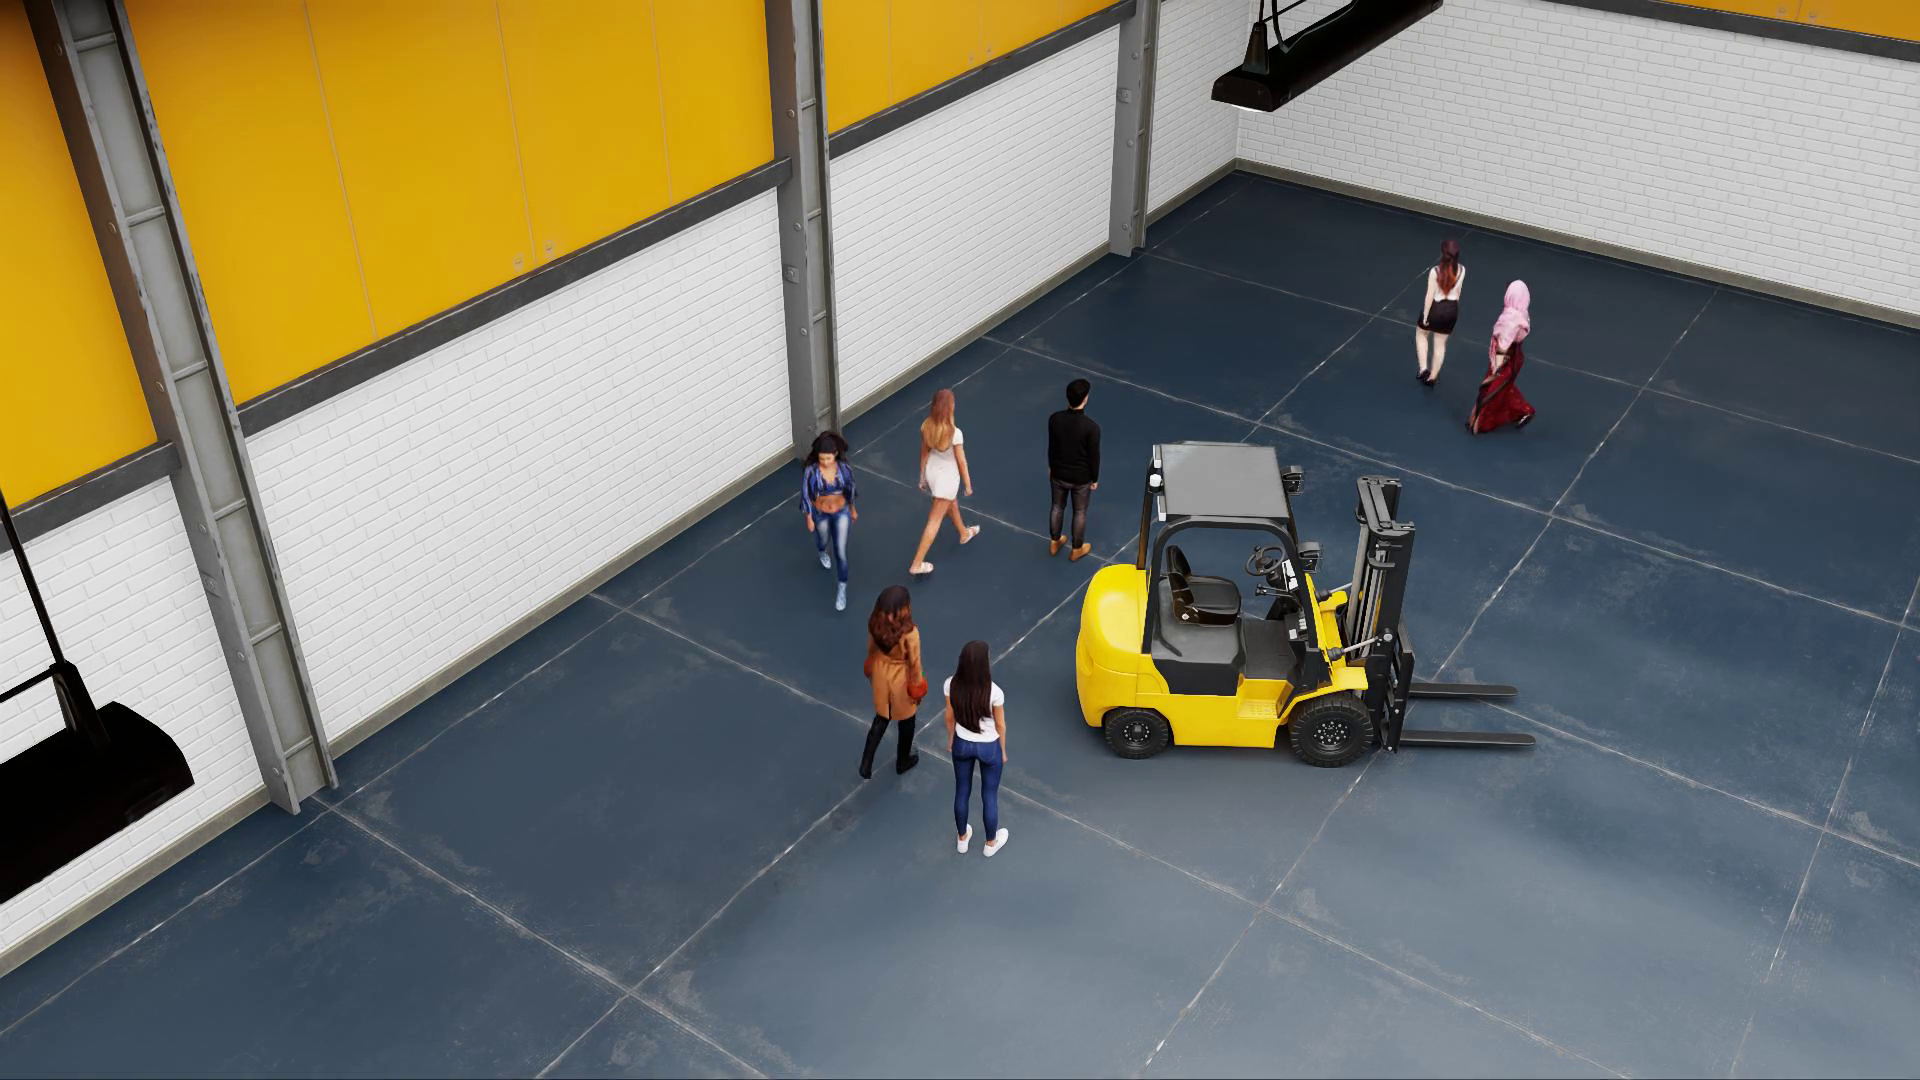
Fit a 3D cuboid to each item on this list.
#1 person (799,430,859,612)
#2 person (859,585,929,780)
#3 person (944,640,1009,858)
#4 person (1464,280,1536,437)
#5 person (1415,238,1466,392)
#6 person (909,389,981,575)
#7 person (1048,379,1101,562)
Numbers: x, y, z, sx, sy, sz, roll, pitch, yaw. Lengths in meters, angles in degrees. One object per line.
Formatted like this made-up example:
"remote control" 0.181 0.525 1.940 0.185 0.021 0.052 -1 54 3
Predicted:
"person" -1.100 -0.257 14.006 1.083 1.590 1.159 -6 34 -10
"person" -0.516 1.071 11.901 0.702 1.709 0.846 20 39 27
"person" 0.112 1.427 11.305 0.640 1.775 0.597 12 35 17
"person" 5.402 -1.736 16.211 0.772 1.613 0.840 14 36 20
"person" 4.939 -2.262 16.978 0.676 1.639 0.733 -4 34 -6
"person" -0.209 -0.454 14.258 0.664 1.639 1.190 26 41 33
"person" 0.964 -0.611 14.420 0.665 1.721 0.585 15 36 21
